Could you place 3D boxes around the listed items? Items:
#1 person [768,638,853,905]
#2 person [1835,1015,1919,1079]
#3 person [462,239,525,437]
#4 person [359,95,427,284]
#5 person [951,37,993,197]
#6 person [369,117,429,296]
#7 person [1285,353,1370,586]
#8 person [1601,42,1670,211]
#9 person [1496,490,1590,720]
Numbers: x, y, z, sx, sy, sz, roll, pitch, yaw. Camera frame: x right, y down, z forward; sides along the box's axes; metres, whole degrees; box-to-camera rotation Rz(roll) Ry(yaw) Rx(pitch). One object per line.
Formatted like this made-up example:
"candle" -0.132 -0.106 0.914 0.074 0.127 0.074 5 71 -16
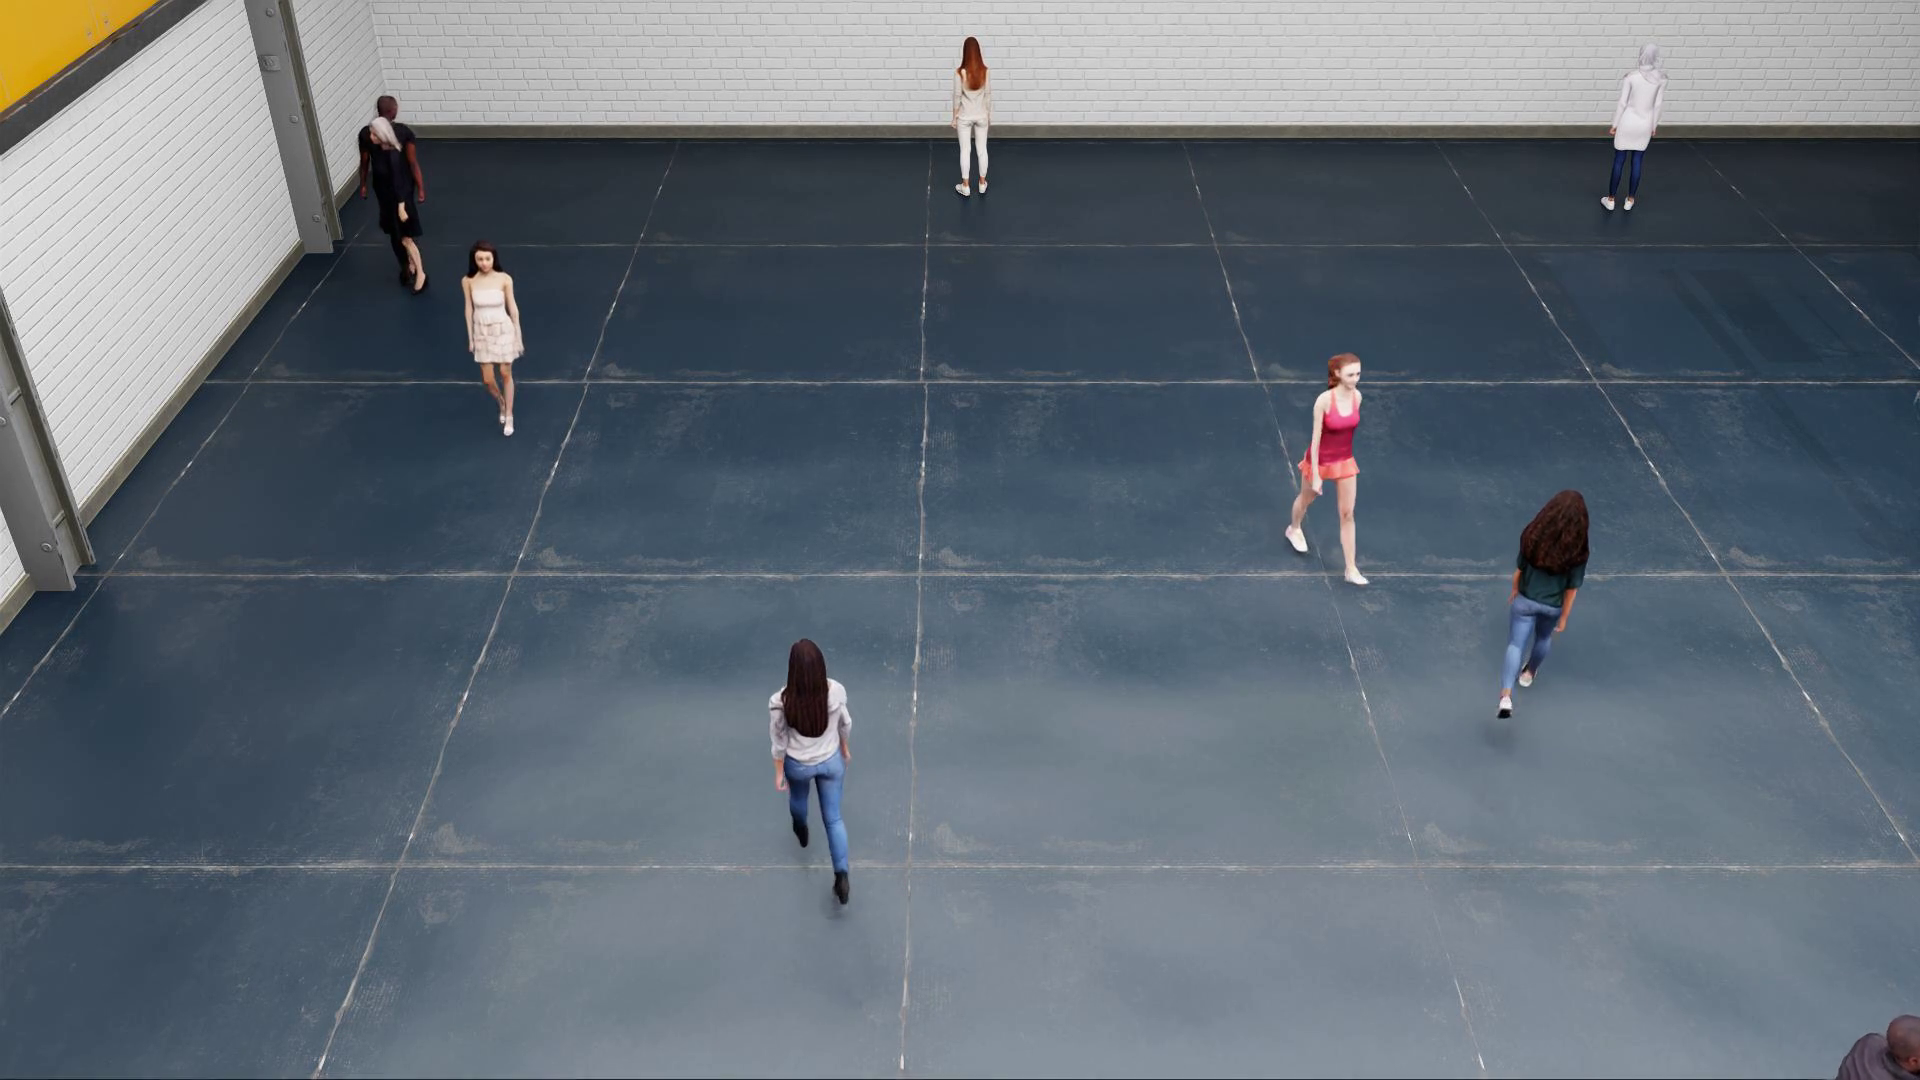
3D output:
"person" -0.781 1.309 9.247 0.830 1.594 1.136 -9 35 -14
"person" 3.682 2.642 7.061 0.940 1.792 1.163 7 34 11
"person" -3.791 -1.679 13.620 0.630 1.727 0.610 -3 34 -5
"person" -5.469 -3.347 16.098 0.941 1.764 1.189 -8 34 -12
"person" 0.138 -4.581 18.000 0.658 1.713 0.632 -8 34 -12
"person" -5.370 -3.206 15.909 0.777 1.737 0.687 -20 39 -27
"person" 2.608 -0.574 11.978 0.790 1.705 1.203 -9 35 -14
"person" 7.156 -4.383 17.645 0.648 1.775 0.584 5 34 7
"person" 3.666 0.428 10.573 0.871 1.592 1.132 15 36 21
